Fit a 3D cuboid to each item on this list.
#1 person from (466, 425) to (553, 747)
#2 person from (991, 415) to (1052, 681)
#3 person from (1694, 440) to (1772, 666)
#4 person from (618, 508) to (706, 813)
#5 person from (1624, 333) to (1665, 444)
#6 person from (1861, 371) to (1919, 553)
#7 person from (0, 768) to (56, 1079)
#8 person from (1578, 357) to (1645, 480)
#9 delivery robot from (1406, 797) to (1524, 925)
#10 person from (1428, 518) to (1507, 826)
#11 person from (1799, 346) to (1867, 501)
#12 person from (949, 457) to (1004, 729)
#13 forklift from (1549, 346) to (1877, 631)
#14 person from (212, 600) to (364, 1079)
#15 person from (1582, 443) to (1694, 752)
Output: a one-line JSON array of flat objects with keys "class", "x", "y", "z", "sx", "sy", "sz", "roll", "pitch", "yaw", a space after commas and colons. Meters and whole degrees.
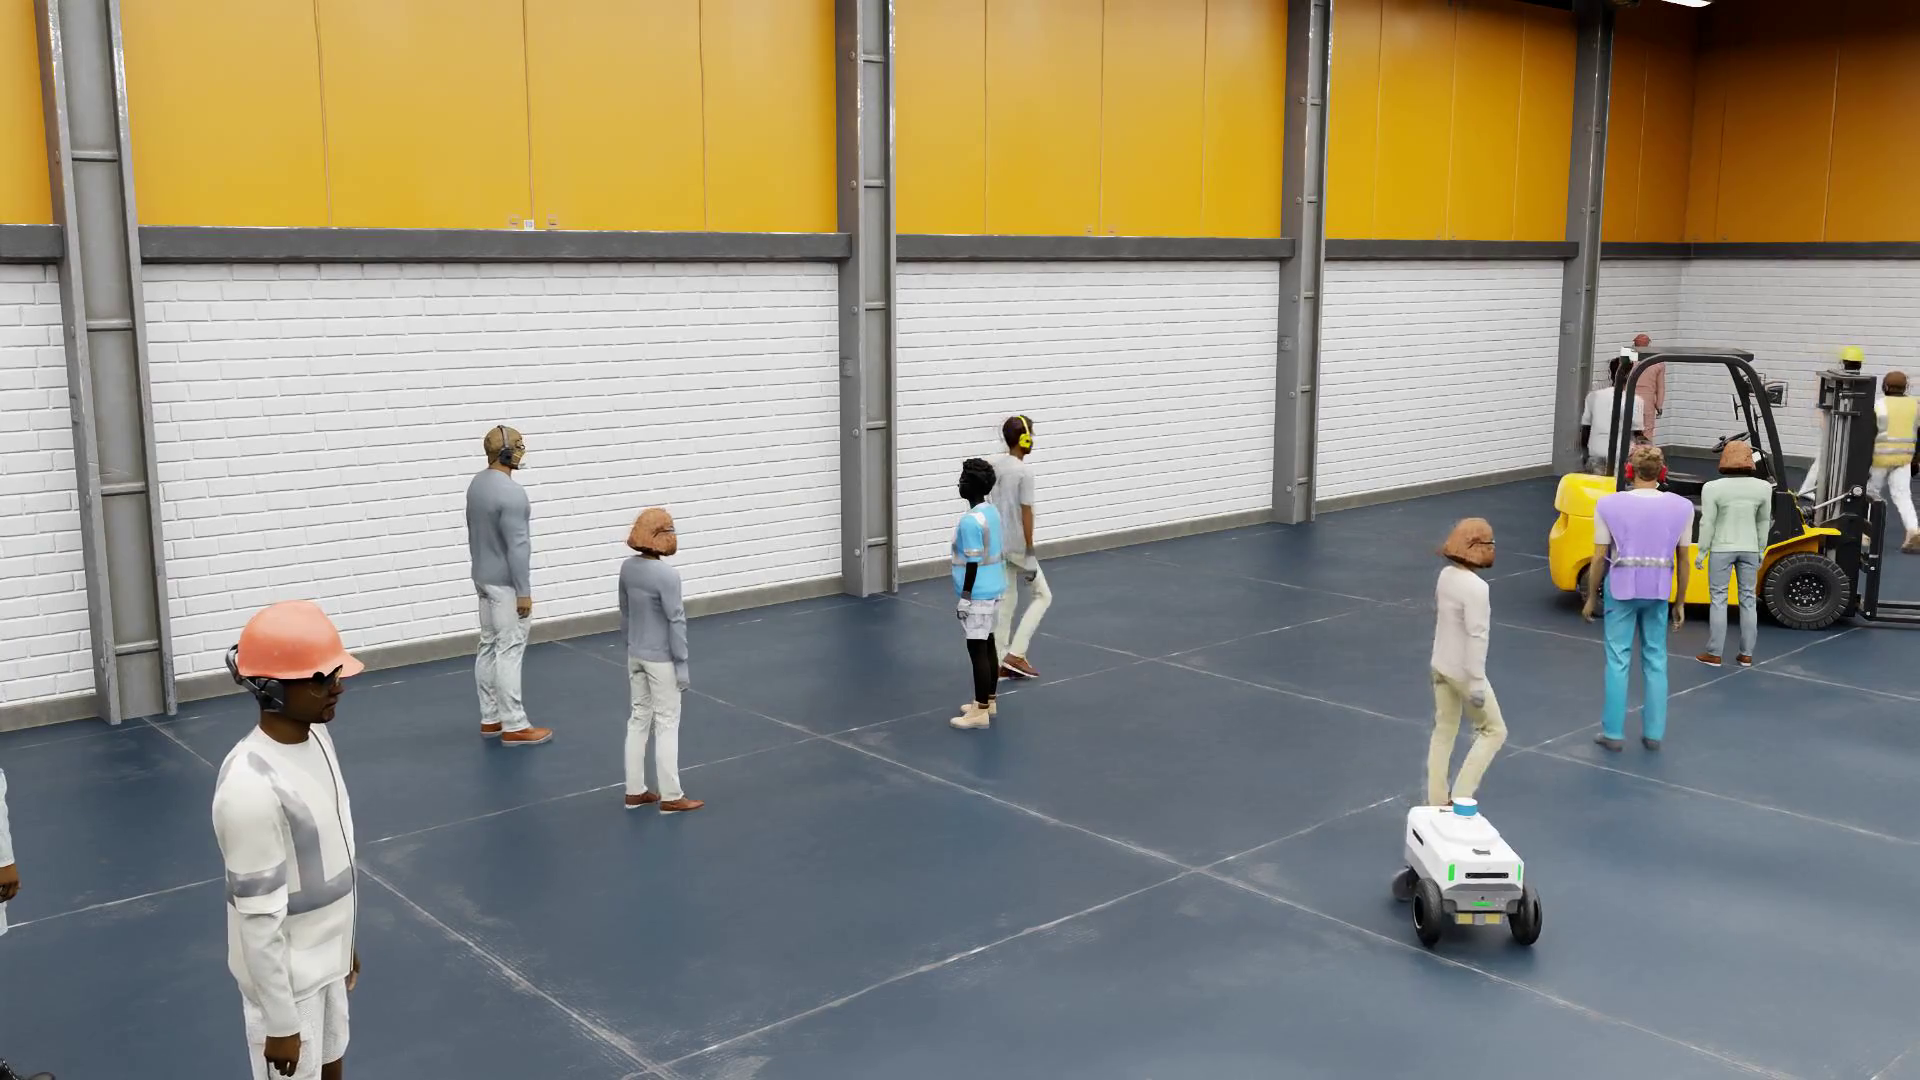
[{"class": "person", "x": -2.756, "y": 0.271, "z": 10.054, "sx": 0.372, "sy": 1.939, "sz": 0.629, "roll": -8, "pitch": 12, "yaw": -38}, {"class": "person", "x": 0.405, "y": 0.063, "z": 11.517, "sx": 0.455, "sy": 1.850, "sz": 0.574, "roll": -6, "pitch": 11, "yaw": -32}, {"class": "person", "x": 5.541, "y": 0.100, "z": 11.947, "sx": 0.500, "sy": 1.632, "sz": 0.286, "roll": 0, "pitch": 10, "yaw": 2}, {"class": "person", "x": -1.618, "y": 0.648, "z": 8.809, "sx": 0.516, "sy": 1.636, "sz": 0.417, "roll": 9, "pitch": 13, "yaw": 42}, {"class": "person", "x": 9.126, "y": -1.821, "z": 22.393, "sx": 0.651, "sy": 1.906, "sz": 0.404, "roll": 3, "pitch": 10, "yaw": 18}, {"class": "person", "x": 9.335, "y": -0.784, "z": 16.631, "sx": 0.624, "sy": 1.812, "sz": 0.869, "roll": 0, "pitch": 10, "yaw": 0}, {"class": "person", "x": -3.437, "y": 1.022, "z": 5.643, "sx": 0.545, "sy": 1.942, "sz": 0.350, "roll": 3, "pitch": 10, "yaw": 15}, {"class": "person", "x": 6.579, "y": -0.878, "z": 16.754, "sx": 0.428, "sy": 1.945, "sz": 0.641, "roll": -7, "pitch": 12, "yaw": -36}, {"class": "delivery robot", "x": 2.216, "y": 1.380, "z": 7.332, "sx": 0.477, "sy": 0.478, "sz": 0.707, "roll": 0, "pitch": 10, "yaw": 1}, {"class": "person", "x": 2.619, "y": 0.686, "z": 8.523, "sx": 0.424, "sy": 1.617, "sz": 0.522, "roll": -1, "pitch": 10, "yaw": -8}, {"class": "person", "x": 10.526, "y": -1.375, "z": 19.868, "sx": 0.964, "sy": 1.886, "sz": 0.598, "roll": -2, "pitch": 10, "yaw": -11}, {"class": "person", "x": 0.104, "y": 0.329, "z": 10.414, "sx": 0.318, "sy": 1.700, "sz": 0.535, "roll": 2, "pitch": 10, "yaw": 14}, {"class": "forklift", "x": 6.109, "y": -0.478, "z": 13.691, "sx": 2.313, "sy": 2.155, "sz": 1.214, "roll": 3, "pitch": 10, "yaw": 16}, {"class": "person", "x": -1.790, "y": 1.162, "z": 4.576, "sx": 0.394, "sy": 2.038, "sz": 0.606, "roll": -1, "pitch": 10, "yaw": -5}, {"class": "person", "x": 4.022, "y": 0.351, "z": 9.857, "sx": 0.570, "sy": 1.842, "sz": 0.374, "roll": 1, "pitch": 10, "yaw": 5}]
